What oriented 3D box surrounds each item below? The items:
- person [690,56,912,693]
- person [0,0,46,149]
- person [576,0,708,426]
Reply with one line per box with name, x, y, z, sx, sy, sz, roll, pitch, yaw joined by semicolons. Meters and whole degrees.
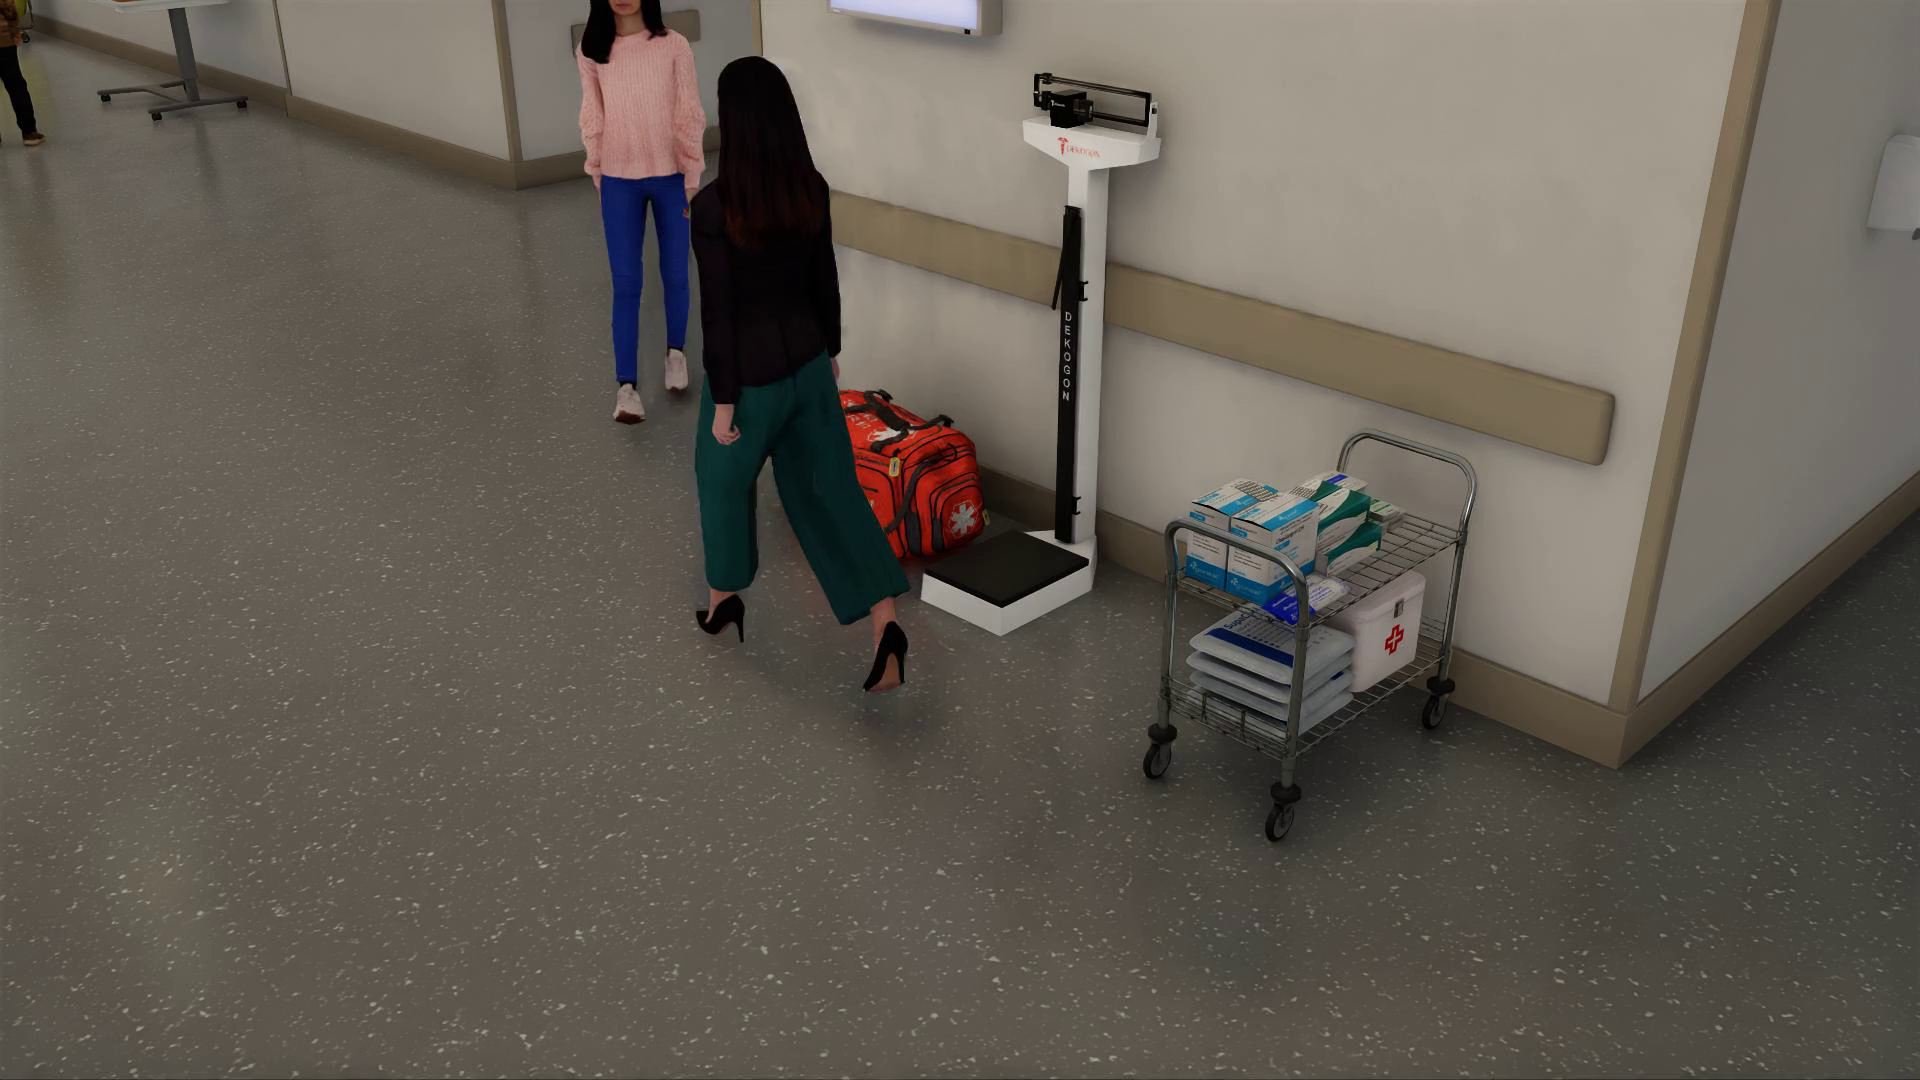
person;-0.433;-0.351;4.391;0.681;1.697;1.144;-19;32;-34
person;-6.315;-3.289;10.764;0.664;1.454;0.675;-10;27;-19
person;-1.188;-1.363;6.455;1.087;1.728;1.178;-2;26;-3
